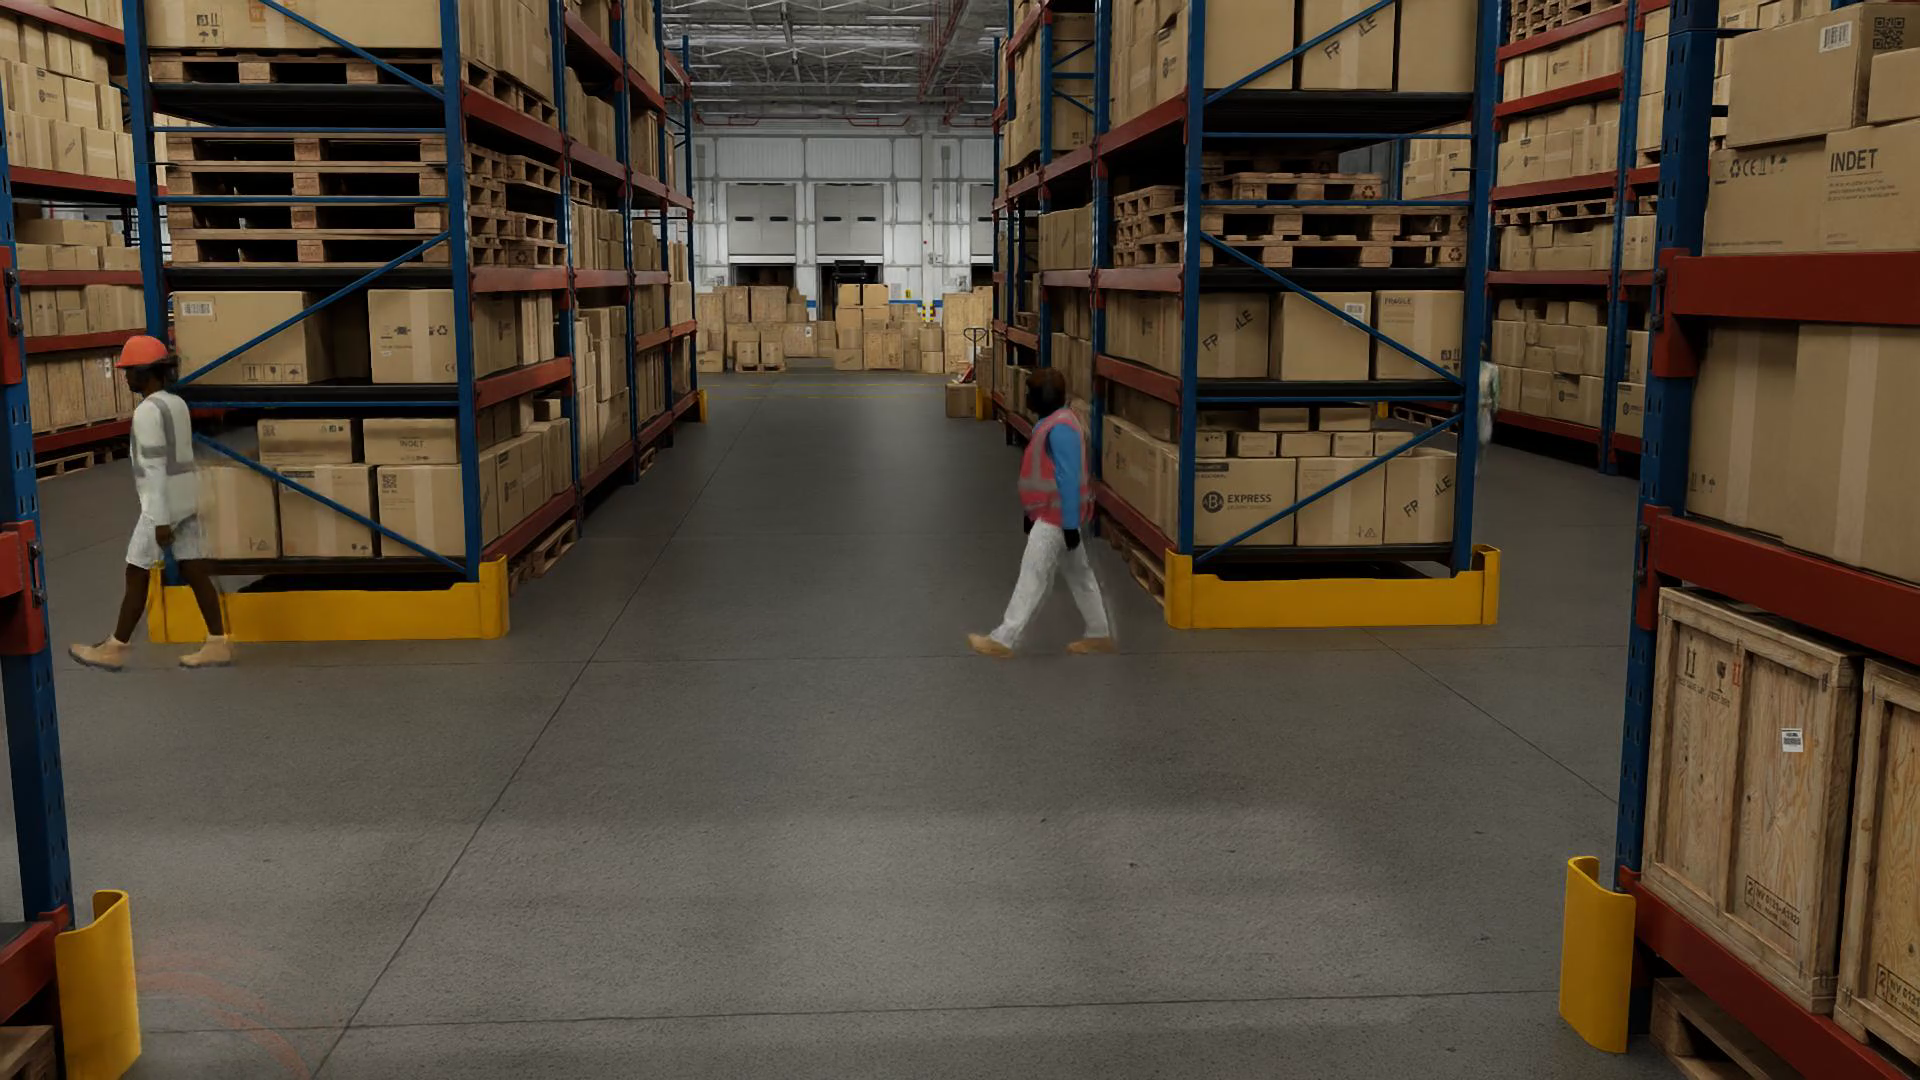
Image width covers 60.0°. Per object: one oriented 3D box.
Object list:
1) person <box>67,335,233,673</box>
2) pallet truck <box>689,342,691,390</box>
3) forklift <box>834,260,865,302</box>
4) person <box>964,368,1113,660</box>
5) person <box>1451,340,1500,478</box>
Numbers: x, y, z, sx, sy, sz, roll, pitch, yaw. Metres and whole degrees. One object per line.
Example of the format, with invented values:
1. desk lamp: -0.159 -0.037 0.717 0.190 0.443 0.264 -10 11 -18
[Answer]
1. person: -4.825 -0.200 9.846 0.937 1.997 0.624 0 9 -3
2. pallet truck: -5.225 -3.008 27.480 1.885 1.965 0.823 2 9 14
3. forklift: -3.398 -7.256 51.392 1.129 2.768 1.873 -1 9 -4
4. person: 0.517 -0.153 10.214 0.965 1.790 0.657 0 9 -2
5. person: 5.842 -1.460 18.885 0.552 1.627 0.382 1 9 4
